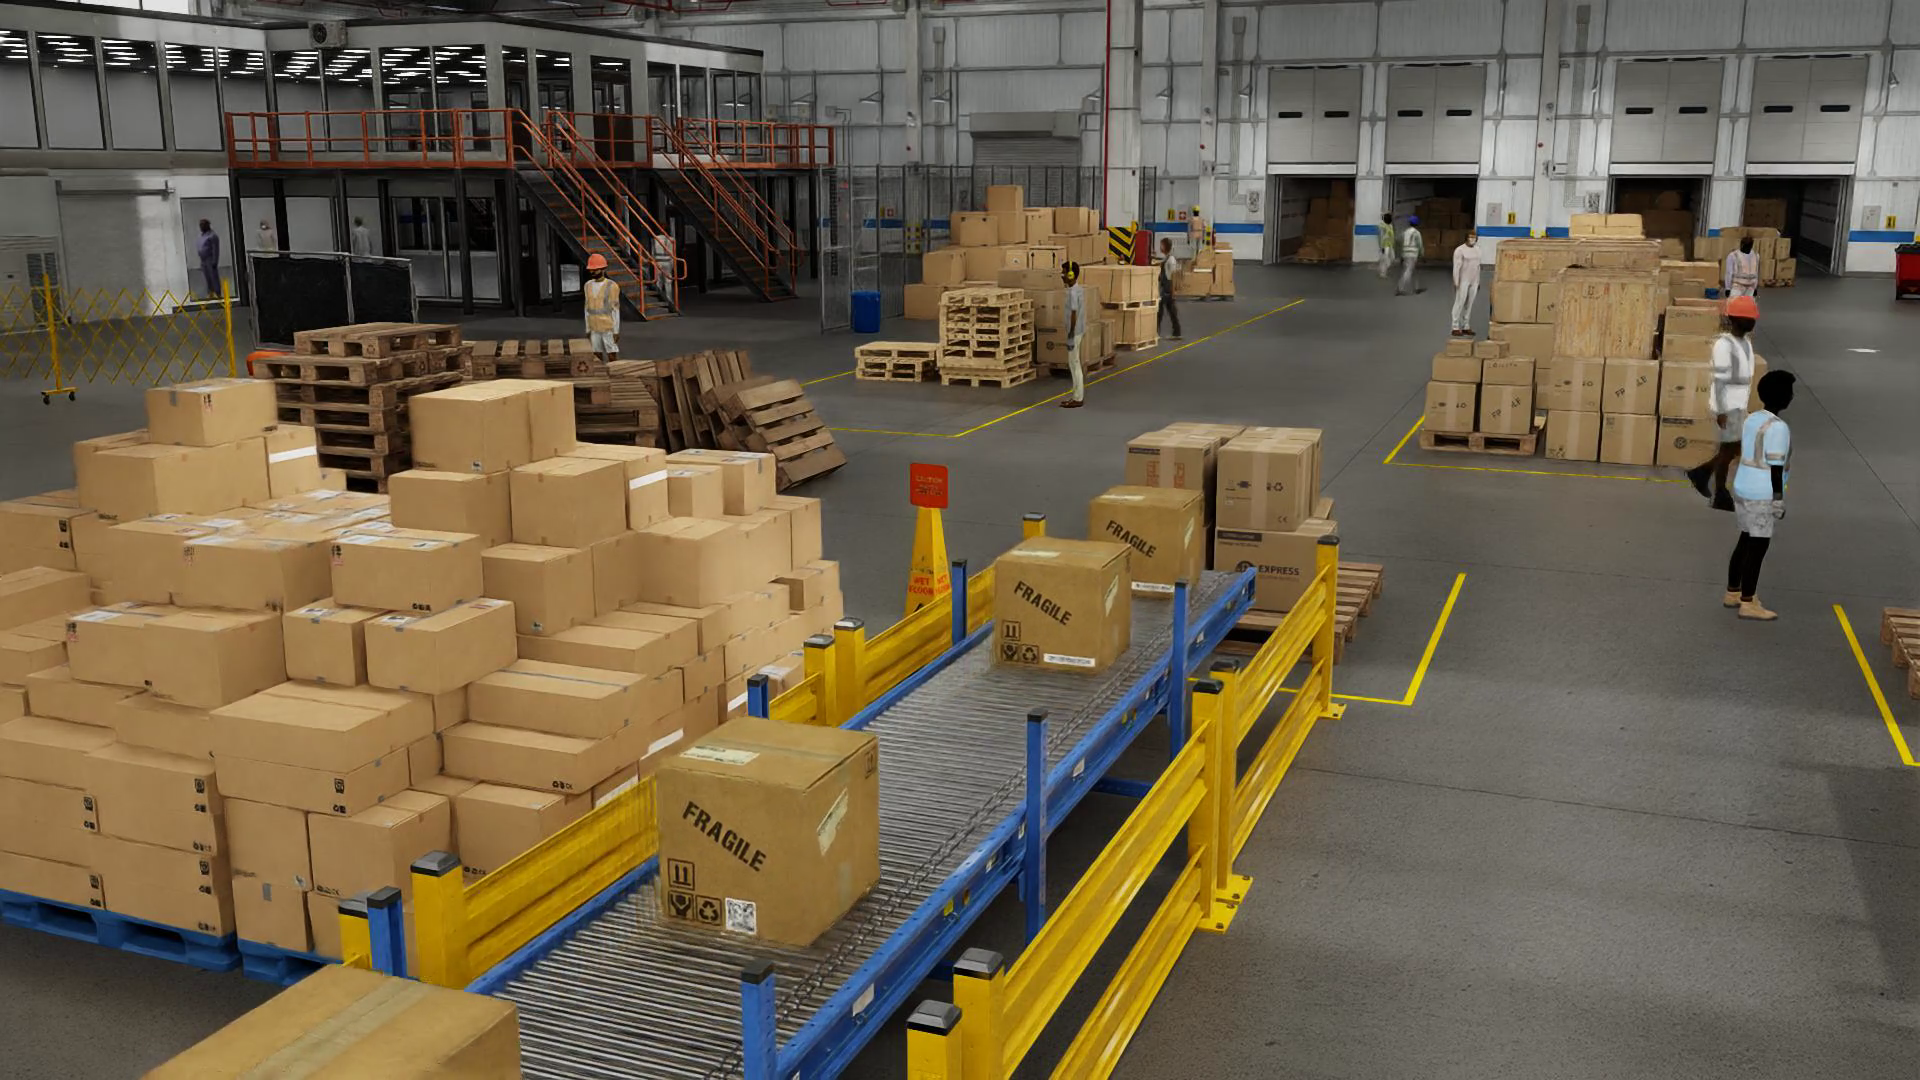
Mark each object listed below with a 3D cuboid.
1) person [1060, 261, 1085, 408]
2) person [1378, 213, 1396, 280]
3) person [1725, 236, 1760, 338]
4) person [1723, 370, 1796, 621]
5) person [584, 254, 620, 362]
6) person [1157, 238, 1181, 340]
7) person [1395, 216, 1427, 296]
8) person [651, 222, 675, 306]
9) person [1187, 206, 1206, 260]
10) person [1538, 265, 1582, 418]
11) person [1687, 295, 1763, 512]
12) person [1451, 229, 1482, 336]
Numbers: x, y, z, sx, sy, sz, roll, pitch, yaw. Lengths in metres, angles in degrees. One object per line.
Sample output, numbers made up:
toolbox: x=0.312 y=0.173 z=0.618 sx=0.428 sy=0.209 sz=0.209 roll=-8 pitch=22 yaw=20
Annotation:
person: x=1.437 y=-2.615 z=21.239 sx=0.323 sy=1.861 sz=0.505 roll=2 pitch=13 yaw=8
person: x=11.769 y=-8.099 z=45.892 sx=0.452 sy=1.828 sz=0.659 roll=9 pitch=15 yaw=35
person: x=13.970 y=-4.496 z=29.709 sx=0.630 sy=1.840 sz=0.429 roll=-2 pitch=13 yaw=-8
person: x=5.428 y=-0.309 z=11.272 sx=0.320 sy=1.693 sz=0.537 roll=2 pitch=13 yaw=7
person: x=-4.715 y=-2.787 z=21.857 sx=0.542 sy=1.928 sz=0.398 roll=6 pitch=14 yaw=25
person: x=3.567 y=-4.438 z=29.503 sx=0.862 sy=1.809 sz=0.528 roll=0 pitch=13 yaw=2
person: x=10.950 y=-6.851 z=40.153 sx=1.003 sy=1.891 sz=0.627 roll=-5 pitch=13 yaw=-20
person: x=-6.447 y=-5.969 z=36.217 sx=0.576 sy=1.882 sz=0.362 roll=7 pitch=14 yaw=28
person: x=7.213 y=-9.245 z=50.868 sx=0.589 sy=1.908 sz=0.423 roll=-2 pitch=13 yaw=-10
person: x=7.293 y=-2.349 z=19.977 sx=0.762 sy=1.877 sz=0.626 roll=5 pitch=13 yaw=20
person: x=6.824 y=-1.218 z=14.819 sx=0.551 sy=1.922 sz=0.515 roll=-10 pitch=16 yaw=-37
person: x=9.255 y=-4.693 z=30.370 sx=0.633 sy=1.936 sz=0.353 roll=-7 pitch=14 yaw=-28
